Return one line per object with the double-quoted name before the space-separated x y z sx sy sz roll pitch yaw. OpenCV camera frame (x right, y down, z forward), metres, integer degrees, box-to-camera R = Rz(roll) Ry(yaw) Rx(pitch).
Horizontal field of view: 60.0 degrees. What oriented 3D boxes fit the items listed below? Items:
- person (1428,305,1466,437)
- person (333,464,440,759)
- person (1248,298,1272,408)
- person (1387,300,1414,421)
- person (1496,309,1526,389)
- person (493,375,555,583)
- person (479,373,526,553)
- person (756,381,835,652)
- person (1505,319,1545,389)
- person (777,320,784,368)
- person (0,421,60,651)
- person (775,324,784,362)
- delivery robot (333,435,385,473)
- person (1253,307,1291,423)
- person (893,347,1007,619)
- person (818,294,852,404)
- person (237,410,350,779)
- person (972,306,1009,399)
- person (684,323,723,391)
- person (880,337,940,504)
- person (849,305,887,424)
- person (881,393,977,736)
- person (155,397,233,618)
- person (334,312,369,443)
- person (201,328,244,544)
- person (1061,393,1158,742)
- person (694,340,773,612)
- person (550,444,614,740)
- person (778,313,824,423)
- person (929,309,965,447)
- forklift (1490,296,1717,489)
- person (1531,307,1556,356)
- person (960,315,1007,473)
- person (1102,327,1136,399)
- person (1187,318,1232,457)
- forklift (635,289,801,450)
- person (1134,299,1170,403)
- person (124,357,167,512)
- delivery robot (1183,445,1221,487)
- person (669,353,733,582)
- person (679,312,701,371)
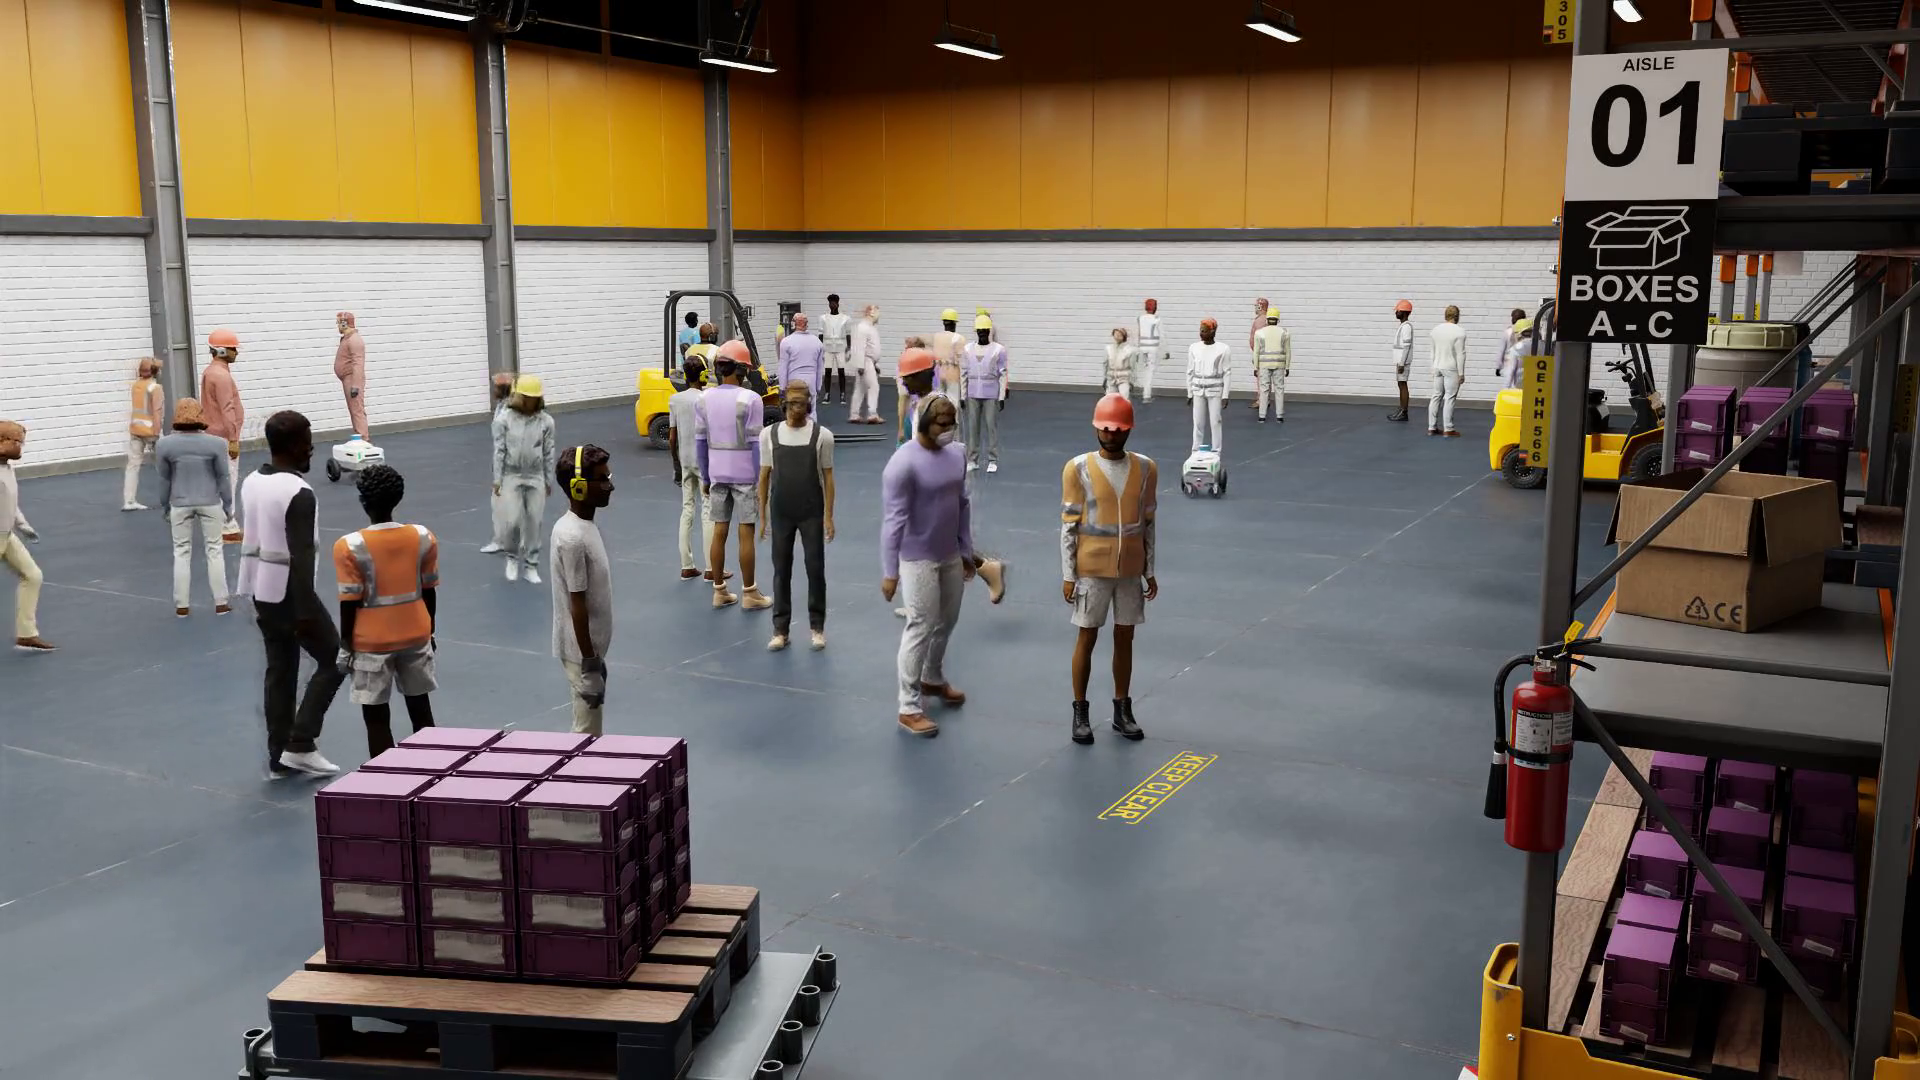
"person" 7.149 -2.472 24.379 0.380 1.930 0.626 -6 11 -30
"person" -2.722 0.484 7.925 0.316 1.695 0.542 8 13 39
"person" 5.214 -3.233 28.834 0.401 1.910 0.641 6 11 31
"person" 7.077 -2.875 26.658 0.348 1.943 0.545 2 10 9
"person" 8.889 -2.778 26.511 0.633 1.811 0.912 -2 10 -11
"person" -3.514 -0.486 13.462 0.503 1.713 0.455 -5 11 -28
"person" -4.115 -0.680 14.884 0.665 1.614 0.552 -5 11 -27
"person" -1.116 -0.162 11.286 0.545 1.837 0.429 0 10 1
"person" 7.658 -2.104 22.614 0.606 1.793 0.751 -4 11 -24
"person" -2.663 -2.657 25.908 0.308 1.769 0.525 -6 12 -31
"person" -6.333 0.007 10.988 0.705 1.585 0.517 -3 10 -17
"person" -2.675 -2.784 26.450 0.430 1.835 0.624 -8 13 -39
"delivery robot" -7.059 -0.994 19.513 0.707 0.478 0.477 9 14 43
"person" 4.927 -2.755 26.283 0.586 1.833 0.403 1 10 6
"person" -0.093 -0.407 12.196 0.790 2.005 0.655 -2 10 -9
"person" -2.230 -3.389 29.567 0.609 1.965 0.364 0 10 1
"person" -3.407 0.293 8.469 0.593 1.900 0.462 8 12 38
"person" 0.522 -3.306 29.743 0.539 1.733 0.713 -7 12 -35
"person" -3.049 -1.717 20.250 0.627 1.842 0.429 7 12 35
"person" -0.513 -1.208 17.374 0.583 1.813 0.817 -8 13 -39
"person" -1.421 -2.751 26.169 0.712 1.868 0.679 0 10 1
"person" -0.193 0.109 9.492 0.565 1.913 0.840 7 12 36
"person" -5.655 -0.241 12.315 0.502 1.631 0.279 -3 10 -18
"person" -8.148 -2.092 22.240 0.401 1.904 0.648 -5 11 -25
"person" -6.809 -0.963 15.445 0.399 1.989 0.622 -7 12 -36
"person" 0.831 0.155 9.134 0.552 1.933 0.364 -2 10 -14
"person" -1.689 -0.479 12.507 0.605 2.041 0.383 5 11 26
"person" -1.607 0.513 7.253 0.328 1.872 0.512 -2 10 -14
"person" -2.115 -2.038 21.959 0.647 1.901 0.402 -7 12 -34
"person" -0.152 -2.233 23.011 0.587 1.920 0.390 7 12 34
"forklift" 7.296 -1.677 18.993 2.313 2.155 1.214 5 11 27
"person" 8.227 -2.315 23.131 0.701 2.000 0.670 6 11 31
"person" 0.279 -1.790 20.410 0.594 1.929 0.354 4 10 20
"person" 2.341 -2.303 24.286 0.519 1.626 0.492 6 12 32
"person" 3.077 -1.807 20.649 0.575 1.882 0.360 6 12 33
"forklift" -3.358 -2.392 23.136 2.313 2.155 1.214 -1 10 -5
"person" 3.485 -3.403 29.975 0.590 1.872 0.648 9 13 42
"person" -8.464 -1.117 17.487 0.519 1.592 0.838 6 11 29
"delivery robot" 2.686 -0.809 18.439 0.477 0.478 0.707 3 10 15
"person" -2.137 -0.591 13.645 0.511 1.872 0.329 5 11 25
"person" -4.547 -3.018 28.199 0.317 1.695 0.540 -9 14 -44
